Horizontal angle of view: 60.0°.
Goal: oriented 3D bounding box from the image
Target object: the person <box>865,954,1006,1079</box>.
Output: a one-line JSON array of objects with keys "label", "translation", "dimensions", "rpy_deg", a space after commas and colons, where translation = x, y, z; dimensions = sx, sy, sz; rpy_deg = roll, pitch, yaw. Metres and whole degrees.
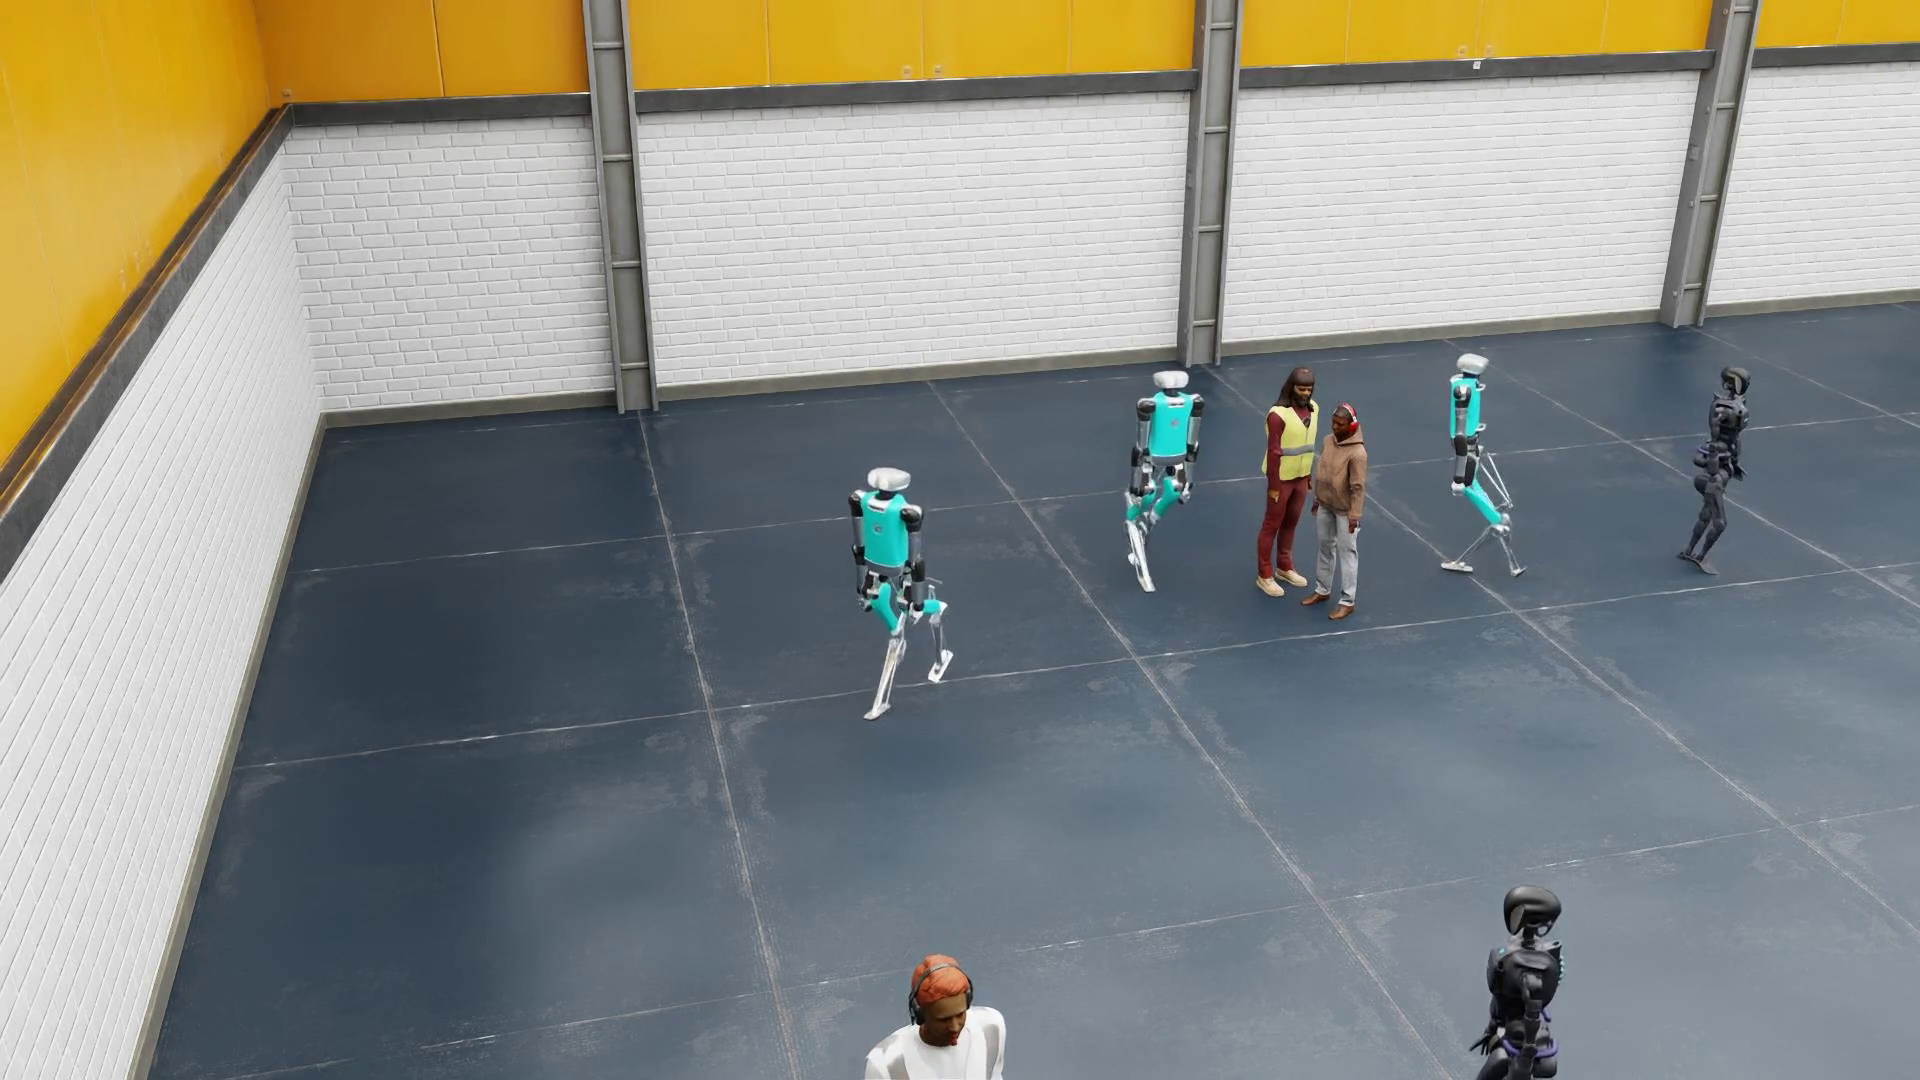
[{"label": "person", "translation": [-0.069, 2.318, 6.094], "dimensions": [0.582, 1.882, 0.346], "rpy_deg": [-14, 28, -29]}]

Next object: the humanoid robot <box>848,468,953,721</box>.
[{"label": "humanoid robot", "translation": [-0.302, 0.263, 10.990], "dimensions": [0.546, 1.770, 1.016], "rpy_deg": [14, 27, 29]}]

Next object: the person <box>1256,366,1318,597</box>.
[{"label": "person", "translation": [2.471, -0.462, 12.543], "dimensions": [0.466, 1.773, 0.379], "rpy_deg": [-17, 29, -33]}]

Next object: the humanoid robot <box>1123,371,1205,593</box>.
[{"label": "humanoid robot", "translation": [1.442, -0.472, 12.708], "dimensions": [0.560, 1.864, 0.825], "rpy_deg": [-8, 25, -17]}]

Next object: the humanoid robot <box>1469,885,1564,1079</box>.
[{"label": "humanoid robot", "translation": [2.207, 2.129, 6.816], "dimensions": [0.735, 1.631, 0.601], "rpy_deg": [4, 24, 9]}]

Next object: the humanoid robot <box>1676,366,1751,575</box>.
[{"label": "humanoid robot", "translation": [5.885, -0.562, 12.889], "dimensions": [0.387, 1.652, 0.603], "rpy_deg": [21, 31, 39]}]

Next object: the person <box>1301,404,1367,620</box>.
[{"label": "person", "translation": [2.777, -0.221, 12.157], "dimensions": [0.308, 1.647, 0.462], "rpy_deg": [-13, 27, -28]}]

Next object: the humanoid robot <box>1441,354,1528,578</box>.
[{"label": "humanoid robot", "translation": [4.105, -0.482, 12.724], "dimensions": [0.855, 1.850, 0.558], "rpy_deg": [10, 26, 21]}]
